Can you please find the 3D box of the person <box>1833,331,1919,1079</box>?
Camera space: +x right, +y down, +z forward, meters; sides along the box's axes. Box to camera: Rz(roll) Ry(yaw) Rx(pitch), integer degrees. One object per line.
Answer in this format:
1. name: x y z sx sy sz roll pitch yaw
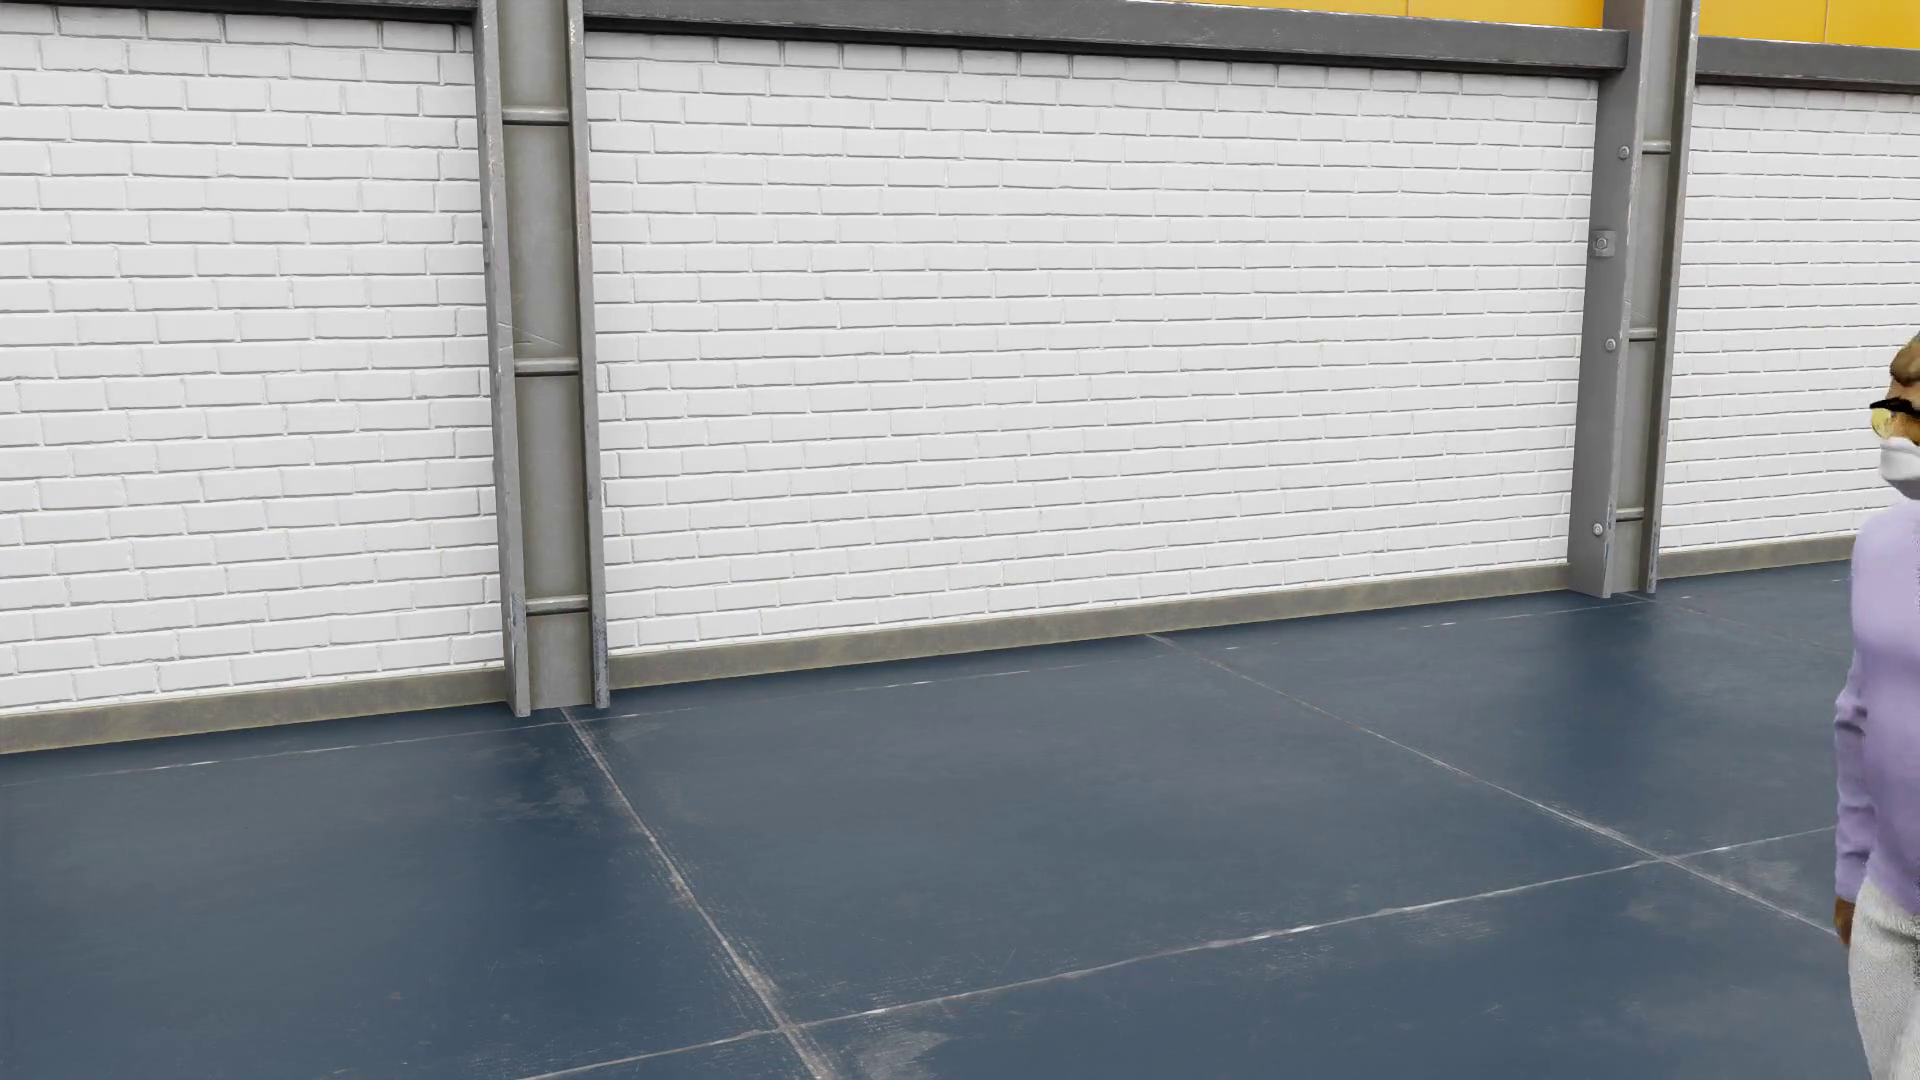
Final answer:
1. person: 1.578 0.603 2.634 0.432 1.921 0.637 0 10 -2
